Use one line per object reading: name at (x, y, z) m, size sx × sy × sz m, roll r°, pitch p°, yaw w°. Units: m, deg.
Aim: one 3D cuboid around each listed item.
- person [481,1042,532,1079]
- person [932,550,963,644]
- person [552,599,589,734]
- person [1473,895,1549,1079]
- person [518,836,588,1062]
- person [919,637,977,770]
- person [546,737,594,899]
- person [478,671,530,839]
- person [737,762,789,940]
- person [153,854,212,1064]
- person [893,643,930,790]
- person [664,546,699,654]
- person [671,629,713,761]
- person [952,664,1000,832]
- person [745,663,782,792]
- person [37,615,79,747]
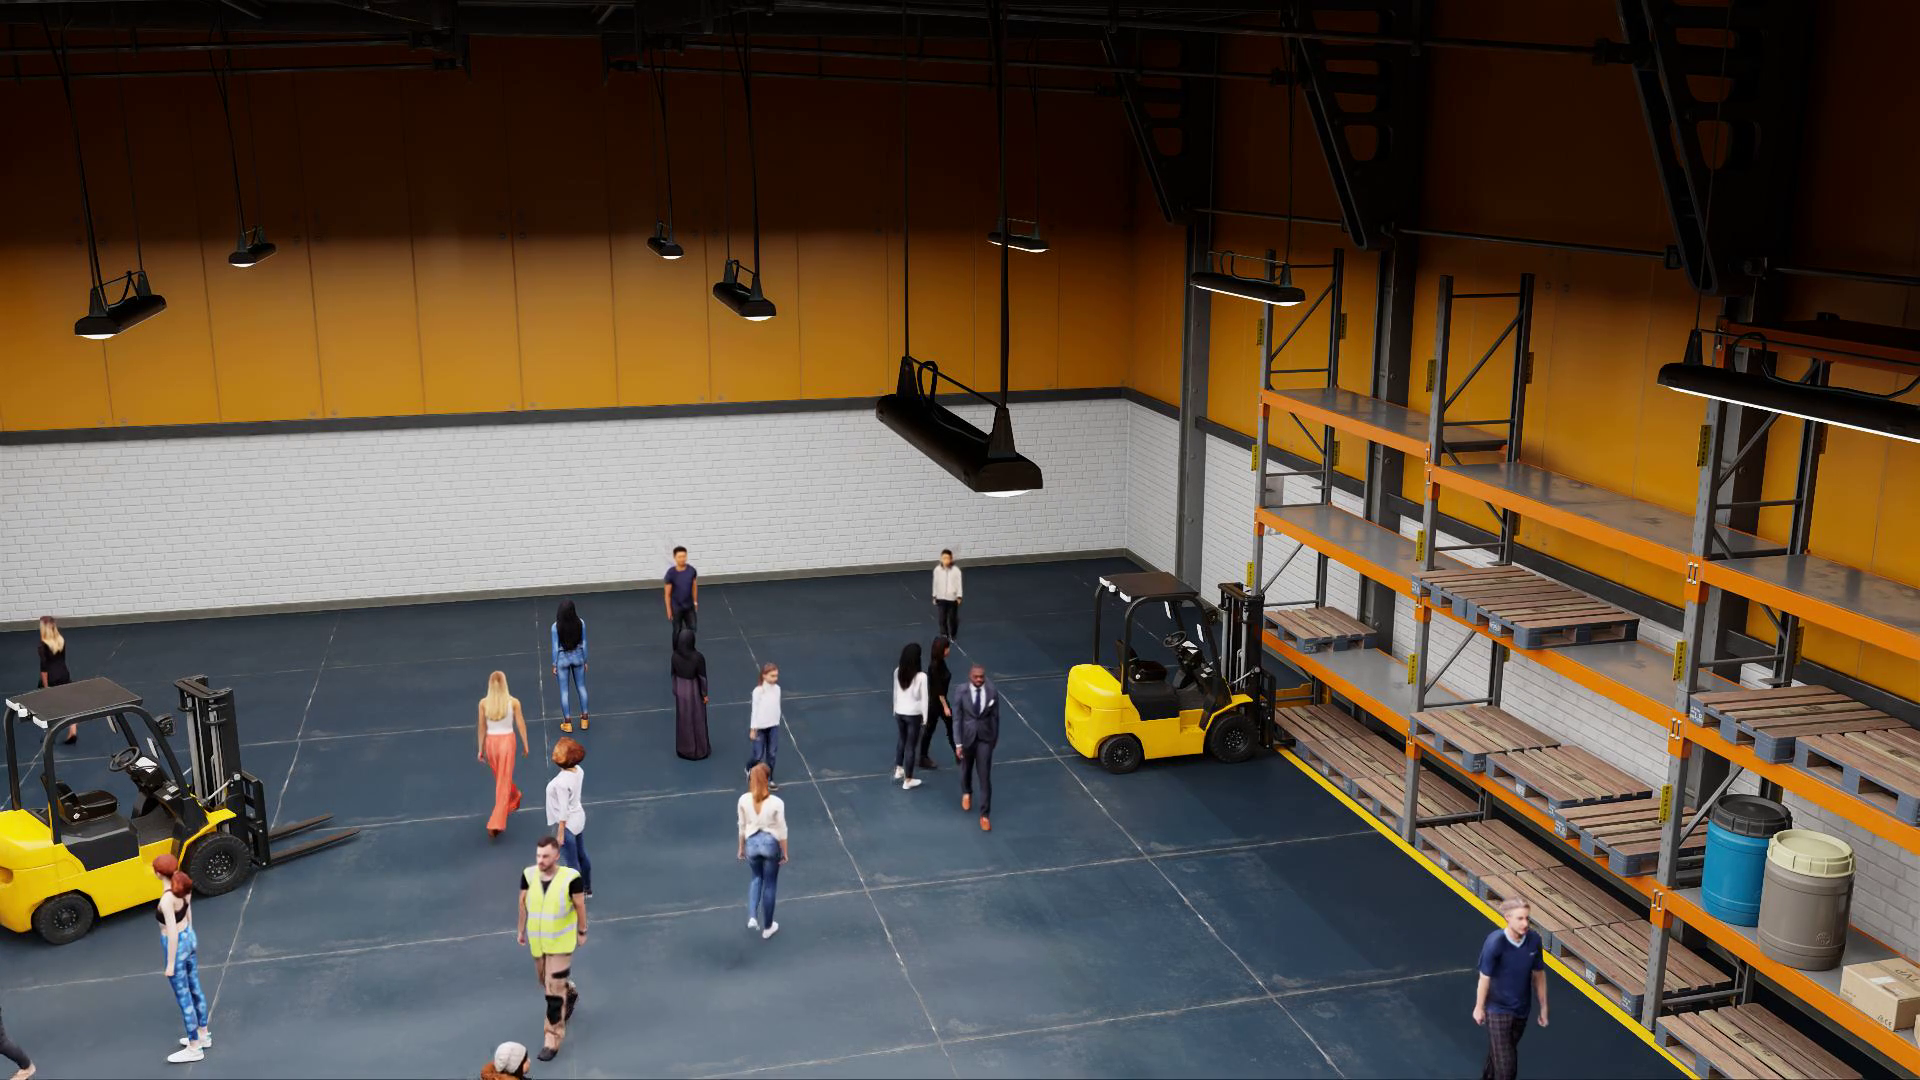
person at (-2.989, 4.064, 10.939) m, size 0.786 × 1.594 × 0.999 m, roll -6°, pitch 15°, yaw -22°
person at (-0.186, 0.833, 24.597) m, size 0.680 × 1.445 × 0.705 m, roll 1°, pitch 14°, yaw 5°
person at (-4.912, 1.570, 20.987) m, size 0.648 × 1.712 × 0.589 m, roll -7°, pitch 15°, yaw -27°
person at (4.093, 3.526, 12.621) m, size 0.696 × 1.847 × 0.962 m, roll -4°, pitch 14°, yaw -17°
person at (-3.346, 3.275, 13.731) m, size 1.048 × 1.814 × 1.272 m, roll 3°, pitch 14°, yaw 13°
person at (-0.356, 1.938, 19.670) m, size 0.928 × 1.617 × 0.935 m, roll 4°, pitch 14°, yaw 18°
person at (-3.774, 2.736, 16.172) m, size 0.785 × 1.712 × 0.673 m, roll 2°, pitch 14°, yaw 10°
person at (-4.934, 2.324, 17.808) m, size 0.944 × 1.743 × 1.360 m, roll 1°, pitch 14°, yaw 4°
person at (-1.863, 2.917, 15.425) m, size 0.777 × 1.711 × 0.831 m, roll 4°, pitch 14°, yaw 14°
person at (-6.302, 3.356, 13.453) m, size 0.686 × 1.786 × 0.592 m, roll 0°, pitch 14°, yaw -1°
person at (-0.617, 2.022, 19.173) m, size 0.747 × 1.688 × 0.807 m, roll 9°, pitch 16°, yaw 34°
person at (-3.965, 0.932, 23.516) m, size 0.786 × 1.761 × 1.008 m, roll -7°, pitch 15°, yaw -26°
person at (-3.265, 1.842, 20.071) m, size 0.708 × 1.615 × 0.737 m, roll 3°, pitch 14°, yaw 14°
person at (0.142, 2.193, 18.252) m, size 0.828 × 1.787 × 1.246 m, roll -1°, pitch 14°, yaw -4°
person at (-2.260, 2.127, 19.058) m, size 0.680 × 1.537 × 0.806 m, roll -9°, pitch 16°, yaw -32°
person at (-11.018, 1.747, 20.371) m, size 0.805 × 1.659 × 0.761 m, roll 4°, pitch 14°, yaw 16°
